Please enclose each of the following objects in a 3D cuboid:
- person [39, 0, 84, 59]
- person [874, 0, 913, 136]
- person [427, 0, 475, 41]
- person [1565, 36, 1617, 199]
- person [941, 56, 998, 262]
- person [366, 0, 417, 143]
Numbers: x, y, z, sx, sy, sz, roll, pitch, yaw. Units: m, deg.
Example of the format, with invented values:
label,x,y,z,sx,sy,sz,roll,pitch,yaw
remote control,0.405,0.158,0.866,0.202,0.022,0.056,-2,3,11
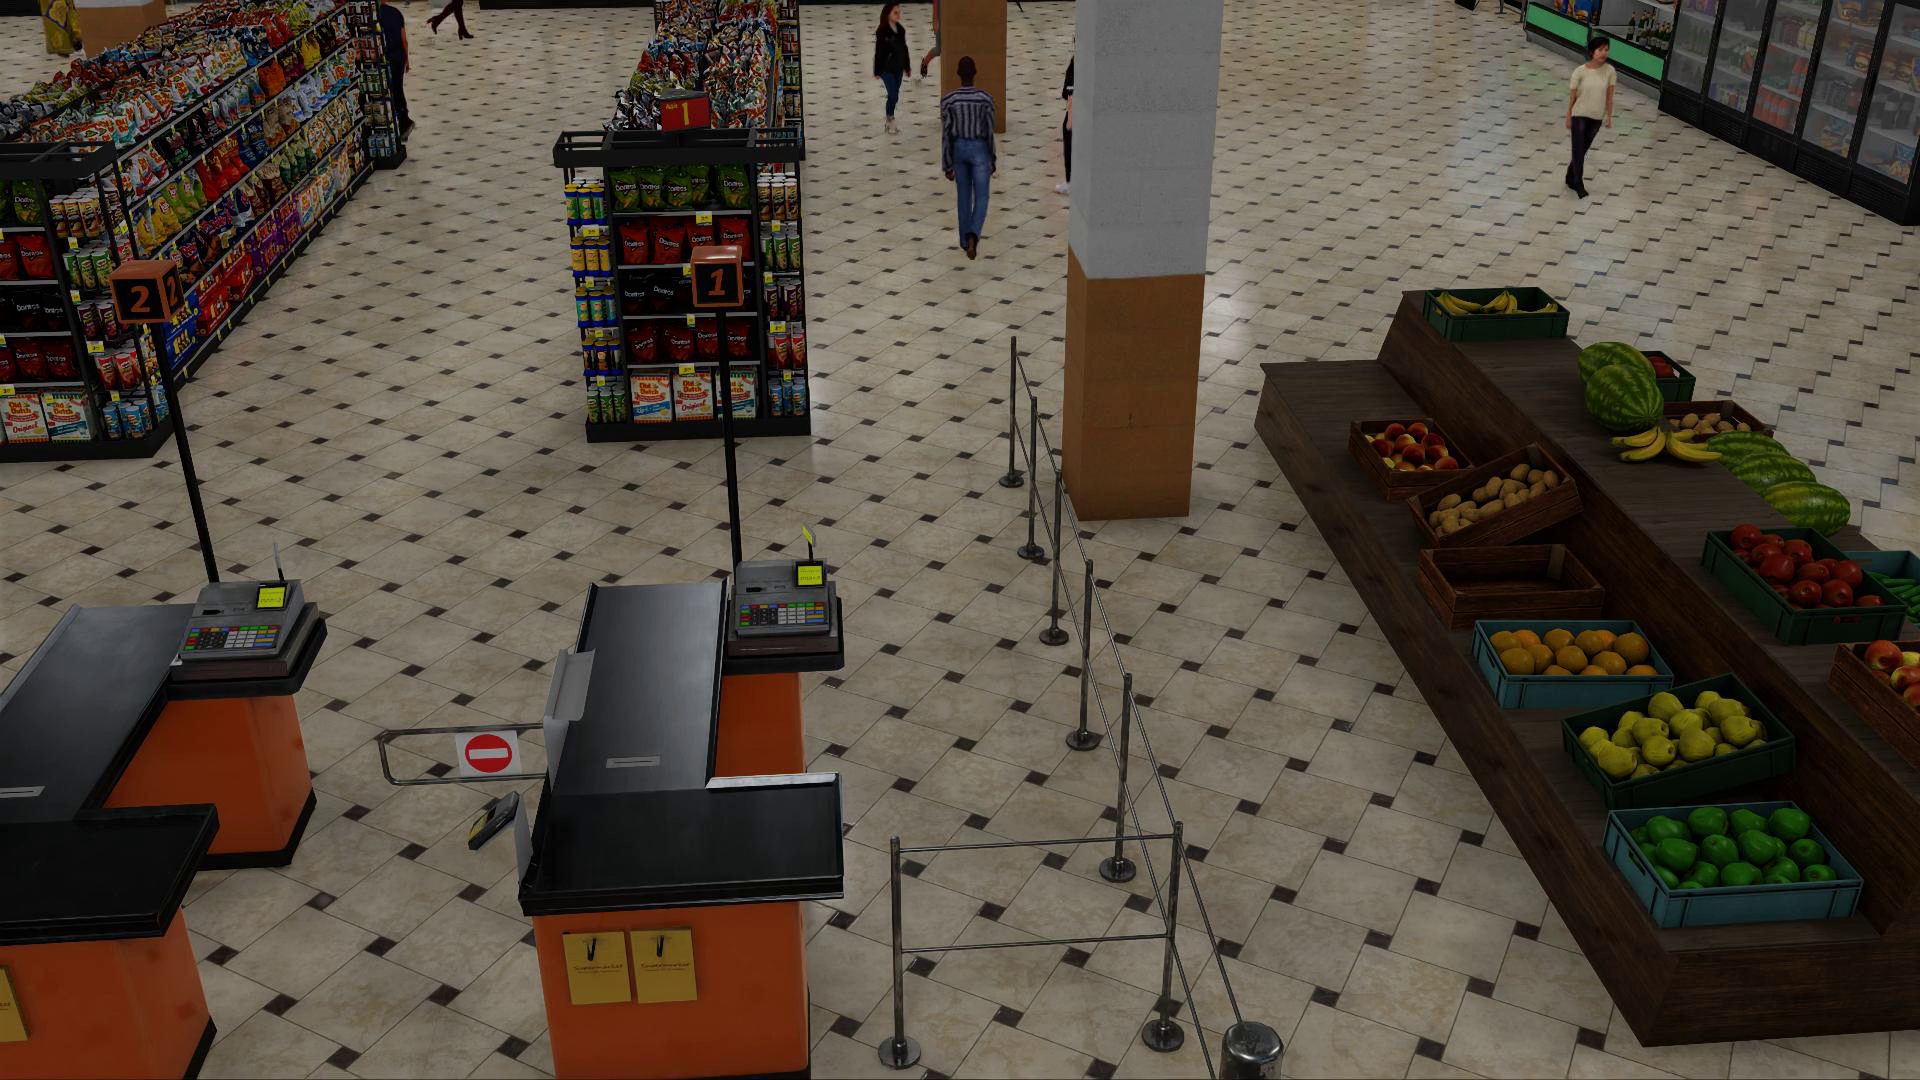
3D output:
label,x,y,z,sx,sy,sz,roll,pitch,yaw
person,-12.516,-7.542,23.089,0.990,1.645,0.947,13,30,25
person,-0.832,-5.420,19.094,0.718,1.473,0.668,24,35,39
person,-7.449,-8.096,24.127,0.958,1.692,0.972,-21,34,-35
person,6.260,-4.232,16.667,0.597,1.549,0.982,-2,27,-3
person,0.093,-3.281,14.554,0.774,1.765,1.083,2,27,5
person,-6.316,-5.321,18.557,0.959,1.783,0.902,20,33,34
